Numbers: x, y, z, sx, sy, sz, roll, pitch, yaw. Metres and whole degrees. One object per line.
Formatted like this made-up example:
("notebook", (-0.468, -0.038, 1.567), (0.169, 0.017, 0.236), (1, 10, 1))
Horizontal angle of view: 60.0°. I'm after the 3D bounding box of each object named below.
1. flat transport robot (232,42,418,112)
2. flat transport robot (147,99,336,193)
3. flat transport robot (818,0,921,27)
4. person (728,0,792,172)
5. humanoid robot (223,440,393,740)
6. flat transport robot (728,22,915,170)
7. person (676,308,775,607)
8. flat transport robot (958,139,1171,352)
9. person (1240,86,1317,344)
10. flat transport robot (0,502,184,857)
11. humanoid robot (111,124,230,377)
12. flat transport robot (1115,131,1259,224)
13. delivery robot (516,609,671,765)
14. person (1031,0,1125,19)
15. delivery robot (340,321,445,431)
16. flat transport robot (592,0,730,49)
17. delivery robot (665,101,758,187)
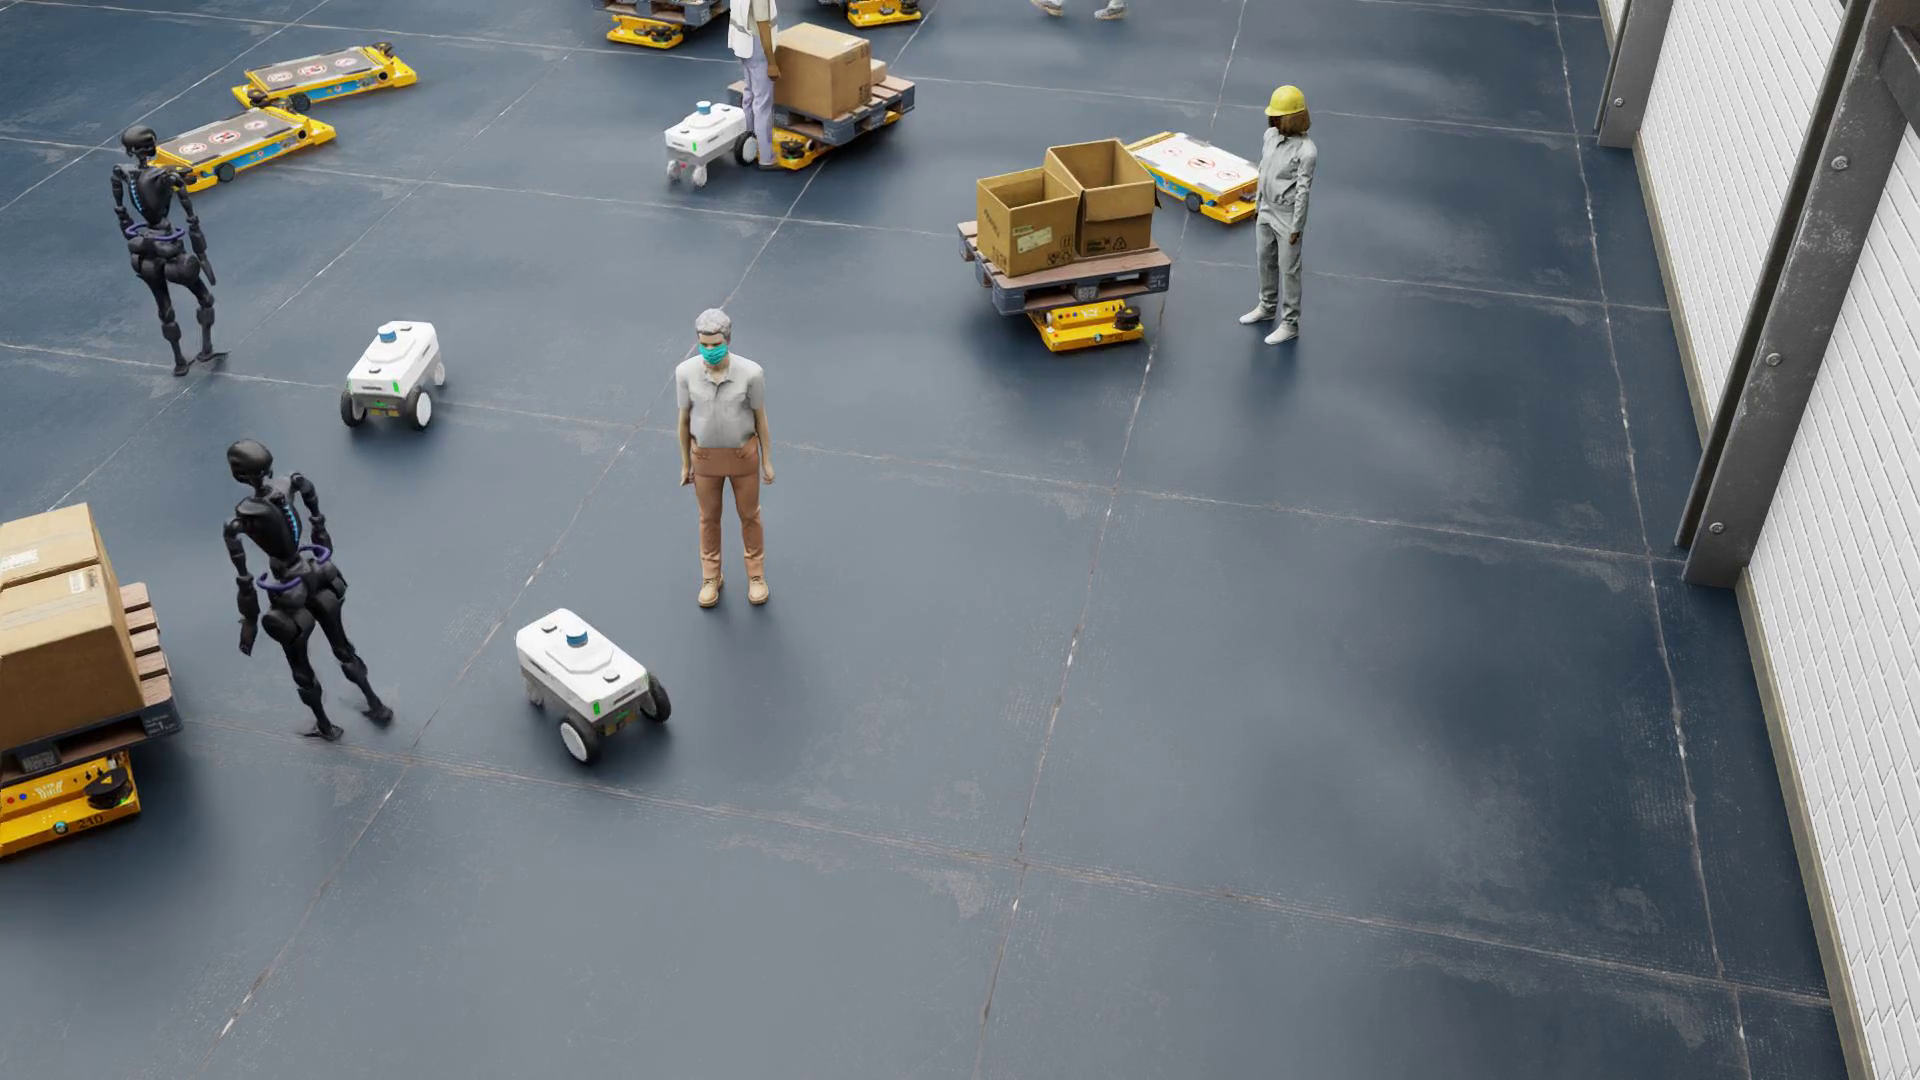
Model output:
("flat transport robot", (-5.599, -4.055, 14.645), (1.431, 0.231, 0.659), (-24, 43, -28))
("flat transport robot", (-5.876, -3.197, 13.496), (0.659, 0.231, 1.431), (24, 43, 28))
("flat transport robot", (-0.939, -5.422, 16.474), (0.659, 0.231, 1.431), (-13, 39, -17))
("person", (-1.593, -3.795, 12.987), (0.392, 1.837, 0.563), (-16, 40, -20))
("humanoid robot", (-3.052, 0.267, 7.712), (0.432, 1.681, 0.600), (15, 39, 19))
("flat transport robot", (-1.152, -3.474, 13.868), (0.659, 0.231, 1.431), (24, 43, 29))
("person", (-1.198, -0.417, 8.541), (0.482, 1.748, 0.327), (-1, 37, -1))
("flat transport robot", (0.716, -1.769, 11.586), (0.659, 0.231, 1.431), (-10, 38, -14))
("person", (2.079, -2.122, 10.838), (0.349, 1.732, 0.483), (-19, 41, -23))
("flat transport robot", (-4.405, 0.910, 8.001), (0.659, 0.231, 1.431), (-18, 40, -22))
("humanoid robot", (-5.021, -1.826, 10.489), (0.601, 1.646, 0.397), (8, 37, 10))
("flat transport robot", (1.819, -2.882, 13.076), (0.659, 0.231, 1.431), (-27, 44, -31))
("delivery robot", (-1.814, 0.680, 8.086), (0.815, 0.614, 0.499), (31, 46, 34))
("person", (1.166, -5.819, 15.683), (0.987, 1.836, 0.595), (-5, 37, -6))
("delivery robot", (-3.527, -1.035, 10.381), (0.499, 0.614, 0.812), (4, 37, 5))
("flat transport robot", (-2.742, -5.079, 16.015), (0.659, 0.231, 1.431), (14, 39, 18))
("delivery robot", (-2.006, -3.207, 13.253), (0.499, 0.572, 0.747), (20, 41, 25))
